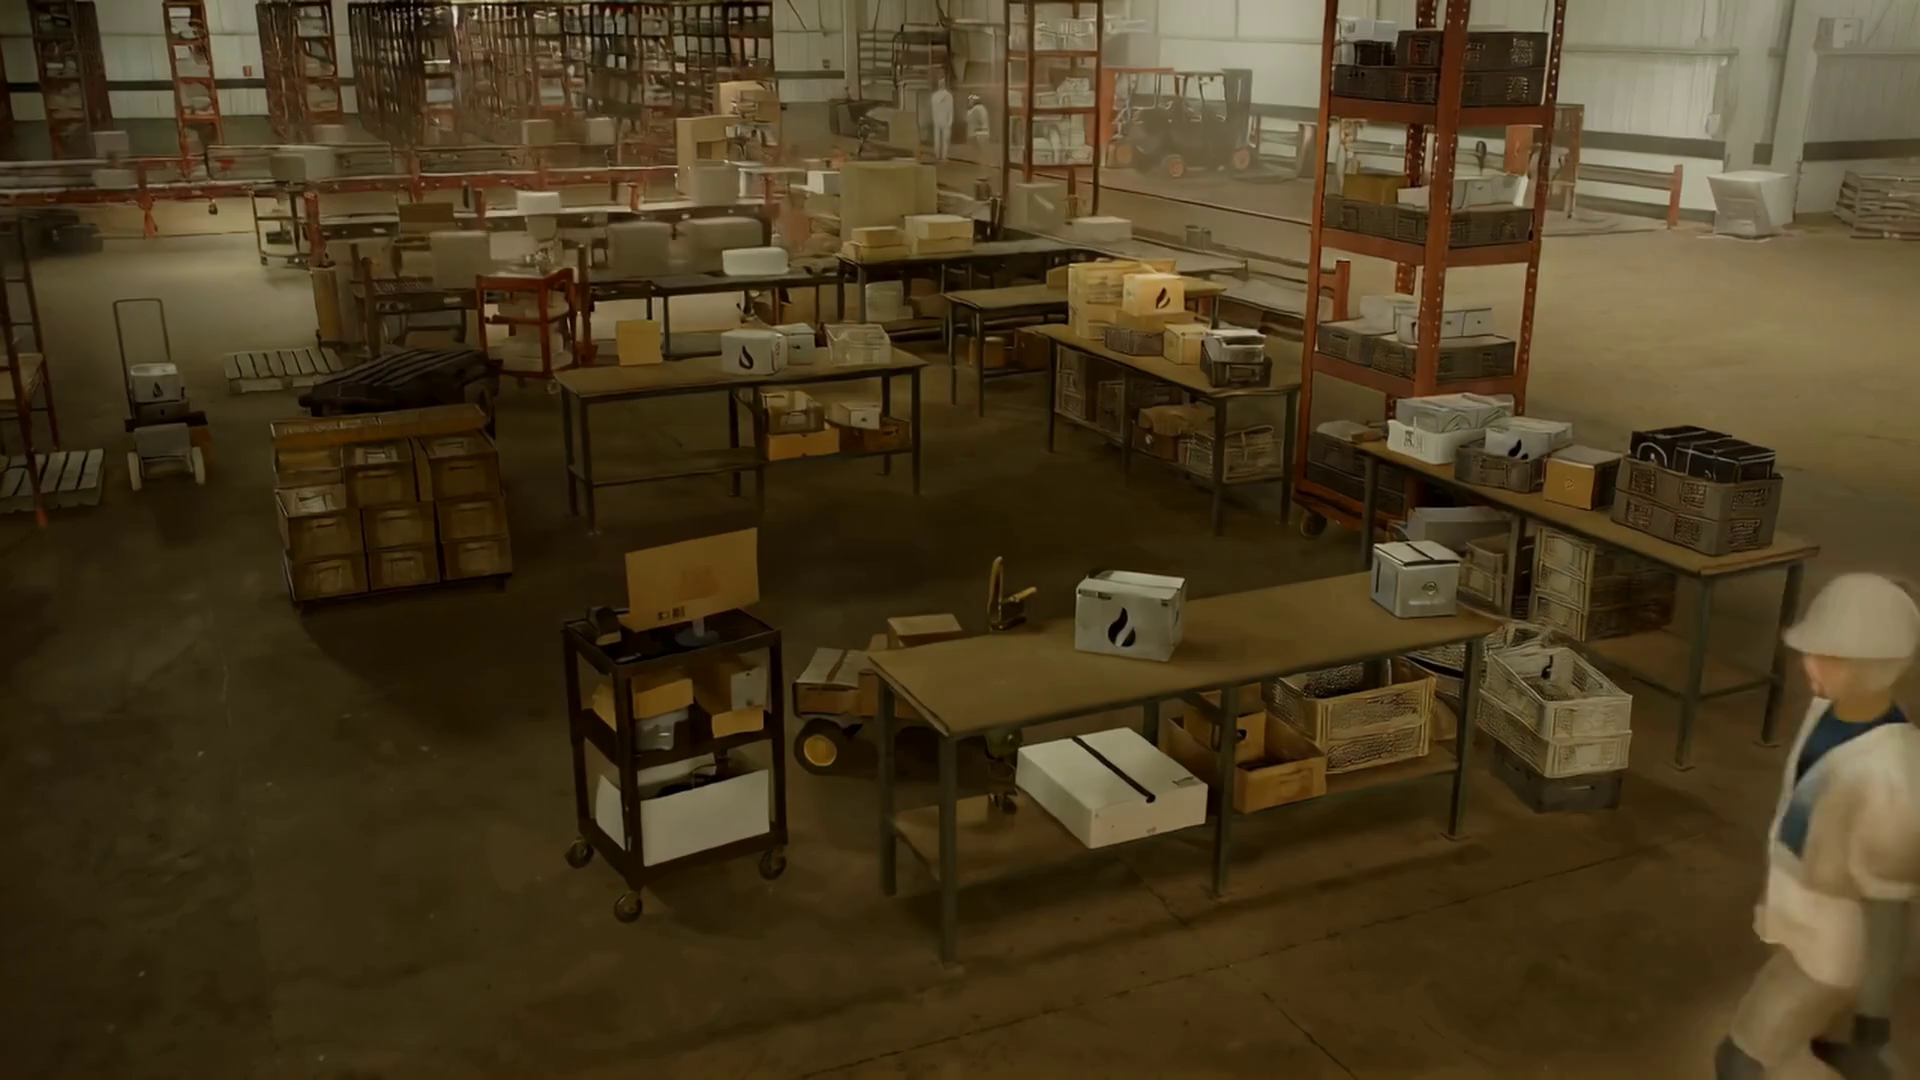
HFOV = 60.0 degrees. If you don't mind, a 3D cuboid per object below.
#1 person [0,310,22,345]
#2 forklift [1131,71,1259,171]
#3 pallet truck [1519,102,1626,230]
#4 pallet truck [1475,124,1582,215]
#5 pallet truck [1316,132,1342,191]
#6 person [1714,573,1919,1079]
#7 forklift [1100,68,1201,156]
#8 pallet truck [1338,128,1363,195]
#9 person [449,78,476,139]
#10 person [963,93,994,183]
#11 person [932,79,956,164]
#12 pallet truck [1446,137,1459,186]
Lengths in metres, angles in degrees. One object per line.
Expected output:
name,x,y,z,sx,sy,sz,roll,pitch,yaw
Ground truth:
person,-10.137,-2.818,17.078,0.544,1.725,0.854,1,18,2
forklift,4.998,-8.936,35.413,2.680,1.987,1.157,-9,20,-25
pallet truck,9.972,-6.037,26.785,1.885,1.965,0.823,-9,20,-25
pallet truck,9.707,-6.455,28.103,1.885,1.965,0.823,-7,19,-20
pallet truck,7.723,-7.504,32.656,1.601,1.201,0.680,-8,19,-23
person,2.396,1.042,4.485,1.010,2.008,0.619,4,18,12
forklift,4.082,-9.564,37.410,2.680,1.987,1.157,-8,19,-23
pallet truck,7.845,-7.140,31.411,1.522,1.261,0.704,-9,20,-25
person,-13.571,-11.715,44.974,0.758,1.820,0.568,-5,18,-14
person,0.379,-8.186,33.900,0.589,1.781,0.615,14,22,38
person,-0.353,-9.619,38.232,0.402,1.899,0.654,-16,23,-40
pallet truck,9.184,-6.485,29.328,1.630,1.274,0.653,-8,19,-23
